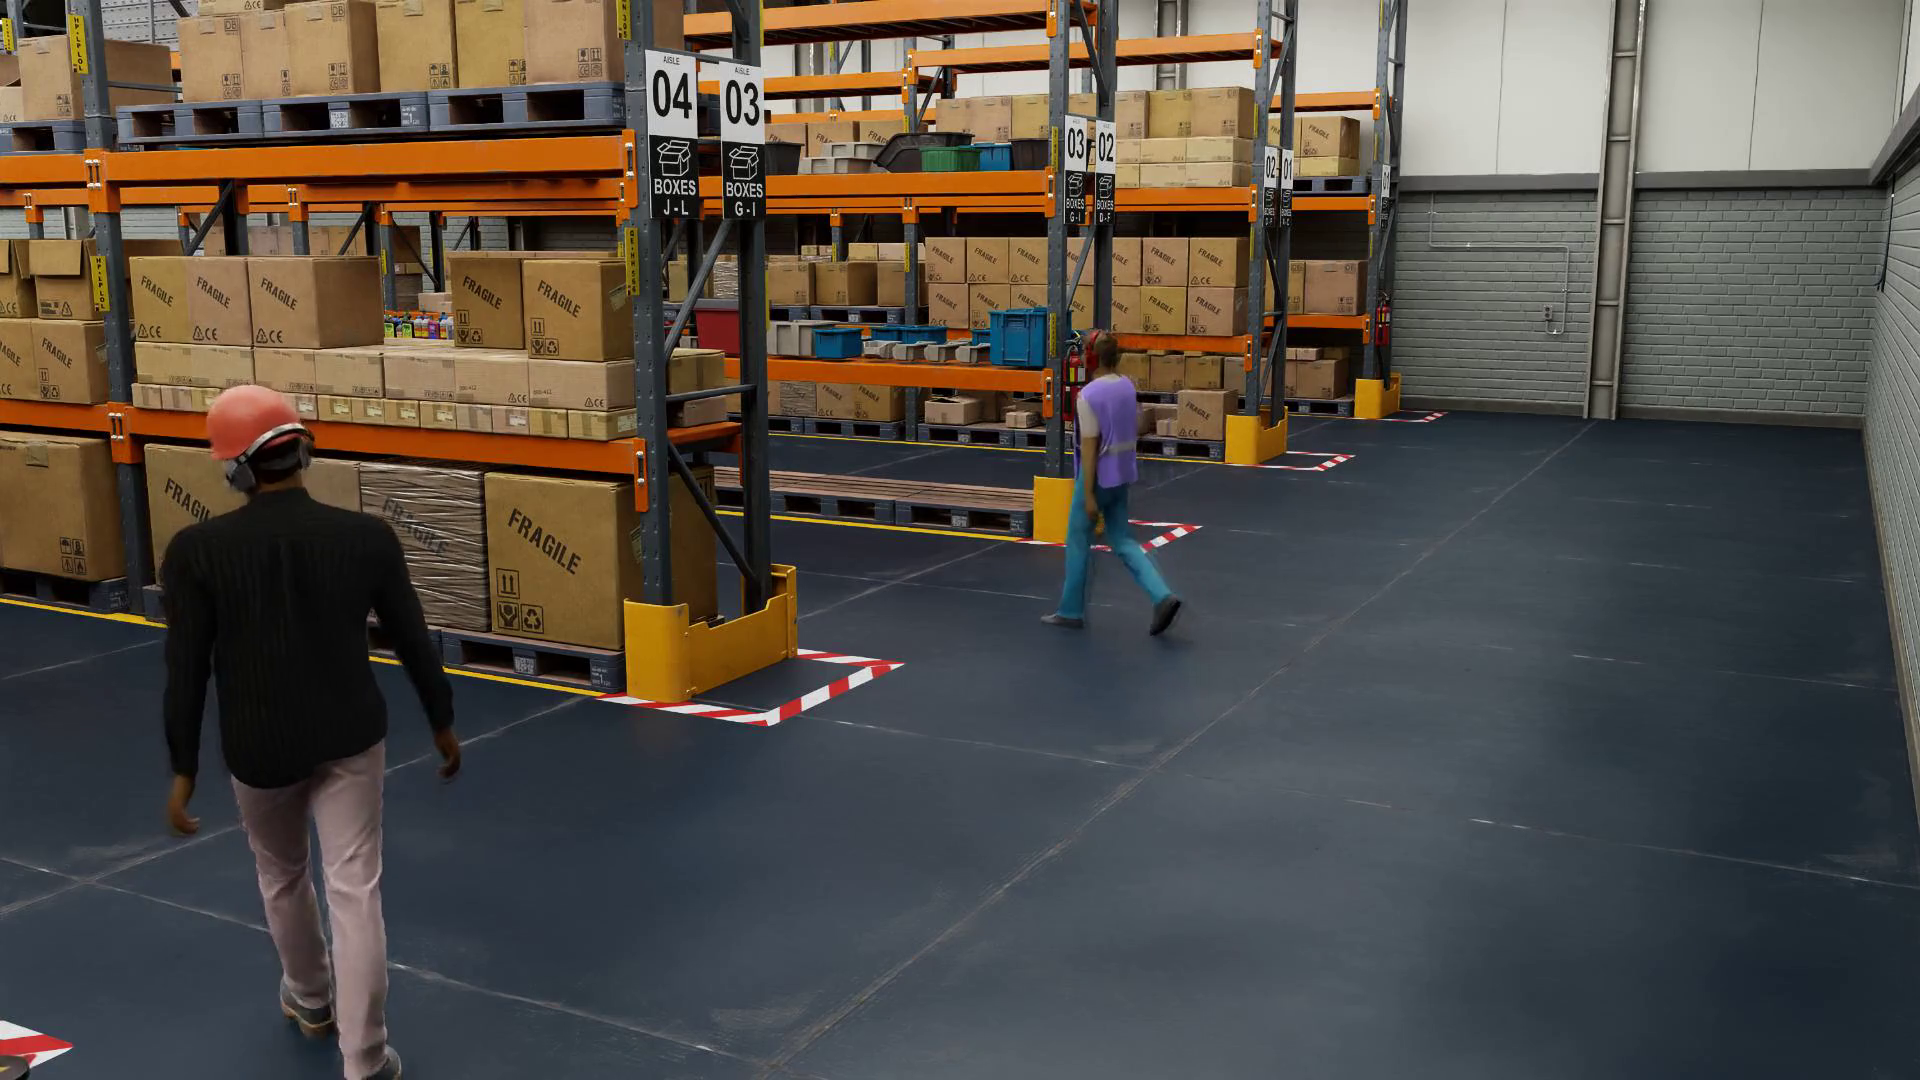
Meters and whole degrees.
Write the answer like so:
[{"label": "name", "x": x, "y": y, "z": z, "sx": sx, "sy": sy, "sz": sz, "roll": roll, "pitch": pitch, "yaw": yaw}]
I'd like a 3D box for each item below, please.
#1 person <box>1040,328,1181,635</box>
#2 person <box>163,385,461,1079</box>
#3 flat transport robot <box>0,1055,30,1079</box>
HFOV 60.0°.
[{"label": "person", "x": 0.884, "y": -0.334, "z": 9.783, "sx": 0.848, "sy": 1.822, "sz": 0.576, "roll": 8, "pitch": 13, "yaw": 39}, {"label": "person", "x": -1.795, "y": 0.538, "z": 4.653, "sx": 0.767, "sy": 1.934, "sz": 0.946, "roll": -5, "pitch": 11, "yaw": -25}, {"label": "flat transport robot", "x": -3.067, "y": 1.508, "z": 3.952, "sx": 1.431, "sy": 0.197, "sz": 0.652, "roll": -2, "pitch": 10, "yaw": -9}]
